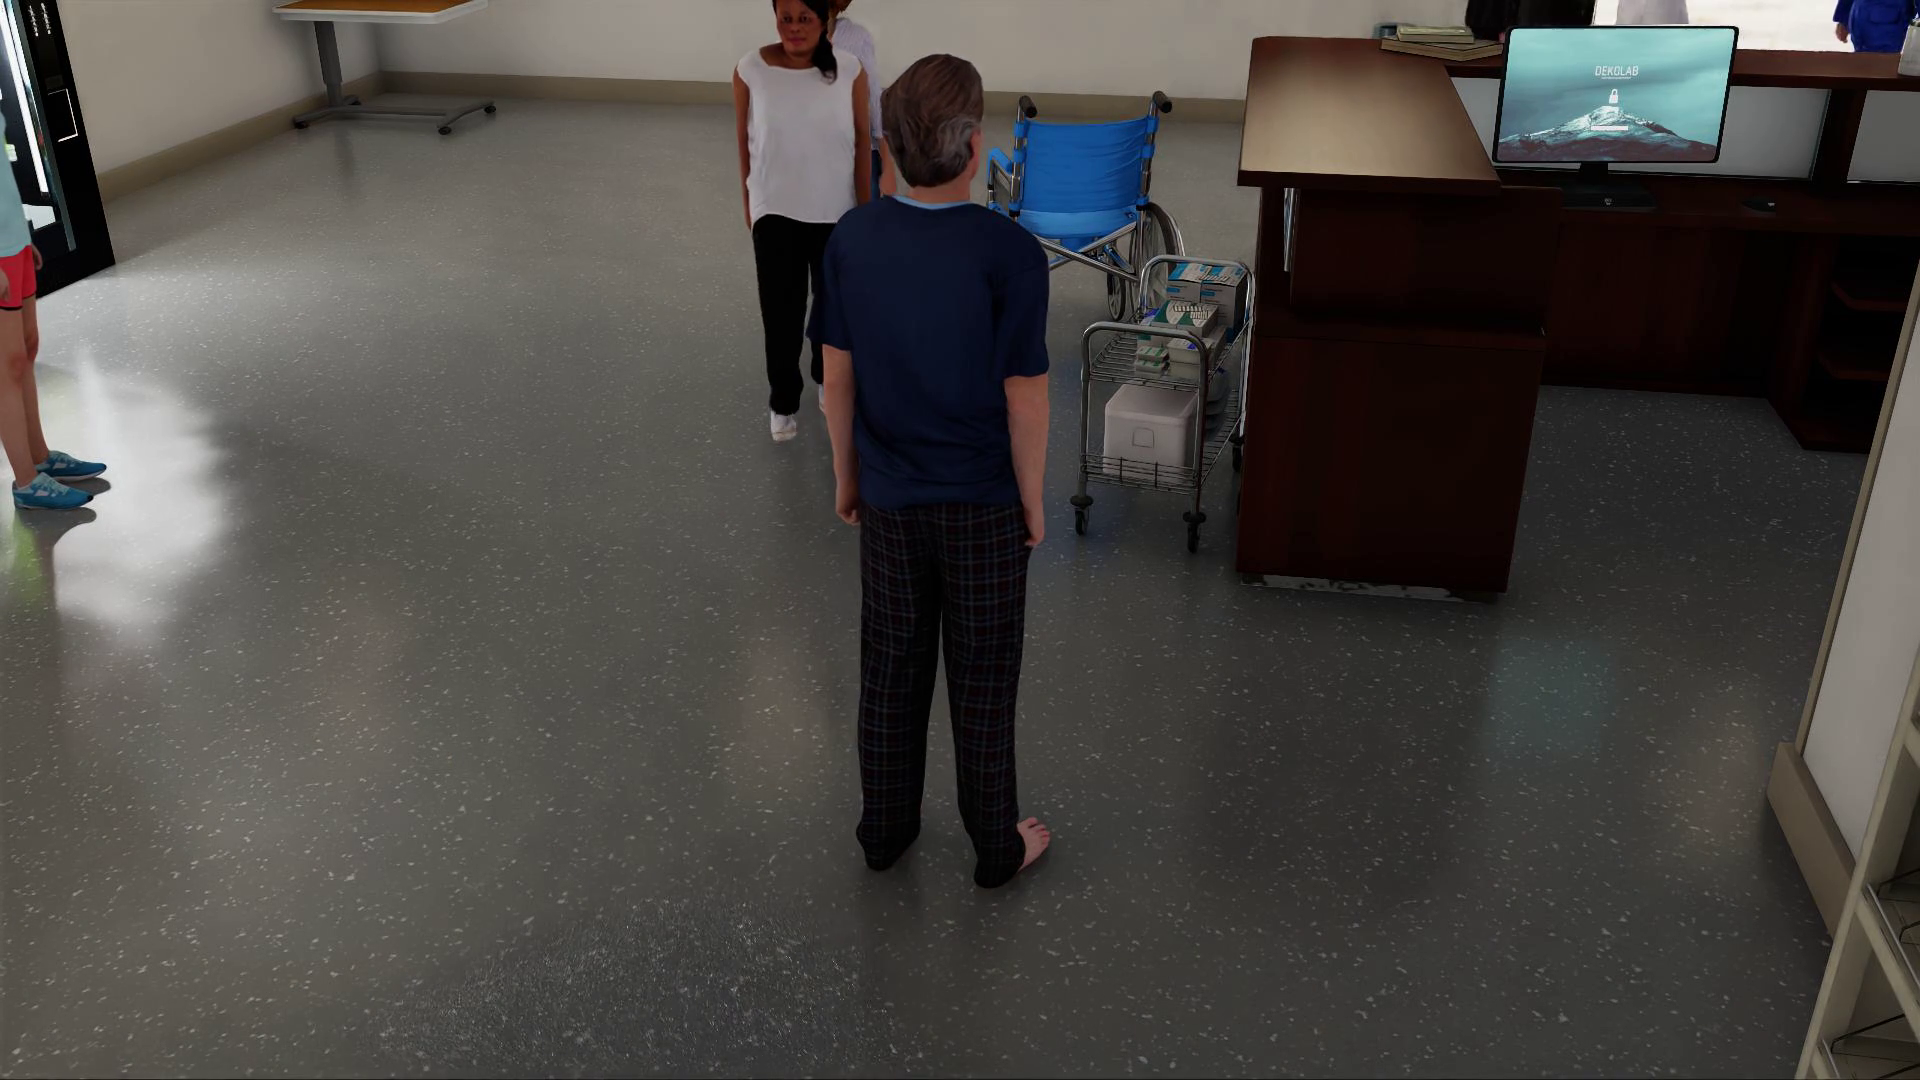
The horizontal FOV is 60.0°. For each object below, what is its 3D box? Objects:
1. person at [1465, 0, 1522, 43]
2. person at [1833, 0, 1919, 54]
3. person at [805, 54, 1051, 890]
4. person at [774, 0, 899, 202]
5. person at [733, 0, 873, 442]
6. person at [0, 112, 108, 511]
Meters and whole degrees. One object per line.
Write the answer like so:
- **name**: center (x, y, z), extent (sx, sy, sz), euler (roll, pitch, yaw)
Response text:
- **person**: center (3.008, -2.888, 9.376), extent (0.859, 1.901, 0.658), euler (1, 26, 2)
- **person**: center (5.291, -2.991, 9.696), extent (0.932, 1.810, 0.806), euler (-7, 27, -13)
- **person**: center (-0.044, -0.090, 3.610), extent (0.692, 1.871, 0.585), euler (8, 27, 17)
- **person**: center (-0.482, -1.591, 6.935), extent (0.732, 1.686, 0.815), euler (7, 27, 13)
- **person**: center (-0.564, -1.271, 6.294), extent (0.818, 1.665, 1.006), euler (-4, 26, -7)
- **person**: center (-3.230, -0.967, 5.549), extent (0.741, 1.765, 0.643), euler (-6, 26, -11)
